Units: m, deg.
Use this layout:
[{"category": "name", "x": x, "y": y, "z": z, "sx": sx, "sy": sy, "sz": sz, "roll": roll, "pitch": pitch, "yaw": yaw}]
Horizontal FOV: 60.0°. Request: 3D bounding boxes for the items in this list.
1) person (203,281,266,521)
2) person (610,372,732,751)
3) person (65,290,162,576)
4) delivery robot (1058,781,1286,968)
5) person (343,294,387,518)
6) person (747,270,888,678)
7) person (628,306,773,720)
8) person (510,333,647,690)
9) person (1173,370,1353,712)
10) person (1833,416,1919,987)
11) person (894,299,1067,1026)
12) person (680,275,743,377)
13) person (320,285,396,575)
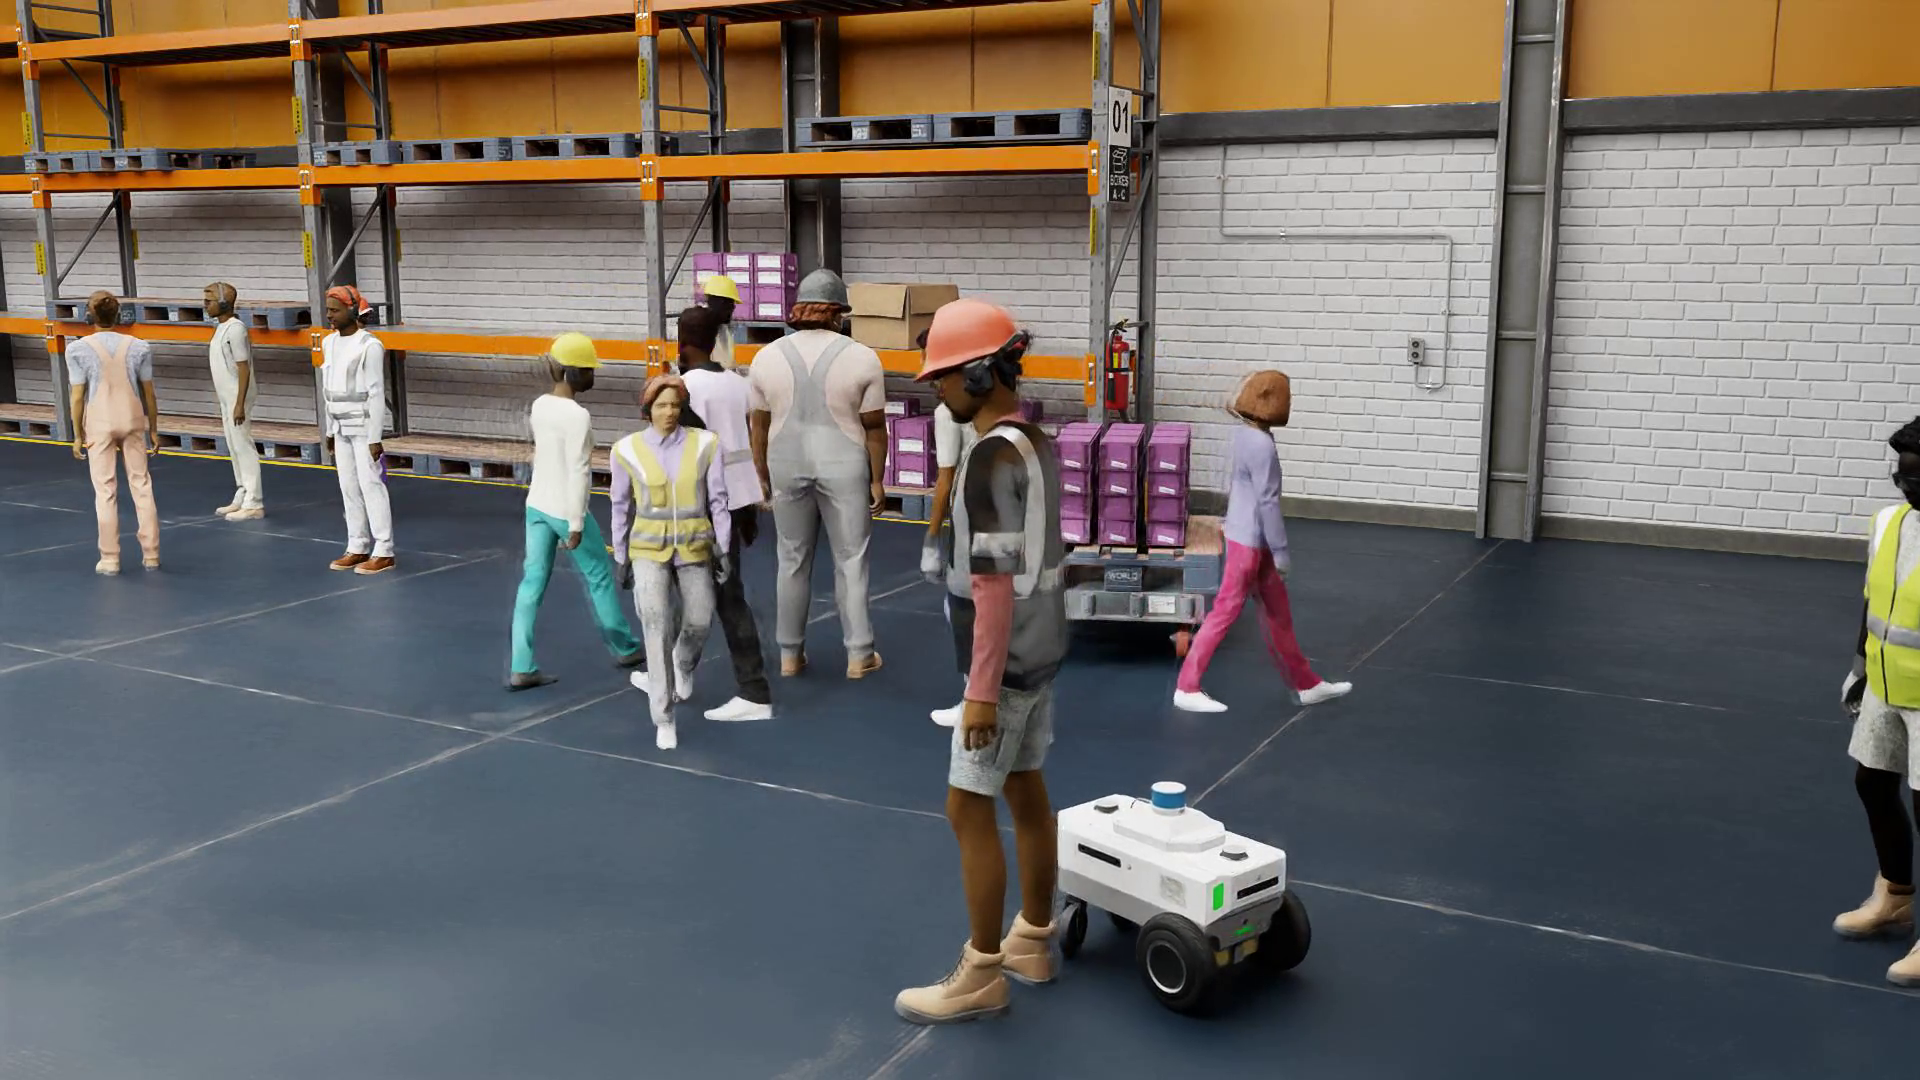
[{"category": "person", "x": -5.620, "y": -1.069, "z": 12.866, "sx": 0.329, "sy": 1.844, "sz": 0.509, "roll": -7, "pitch": 13, "yaw": -34}, {"category": "person", "x": -1.276, "y": 0.058, "z": 7.320, "sx": 0.514, "sy": 1.613, "sz": 0.665, "roll": -3, "pitch": 11, "yaw": -18}, {"category": "person", "x": -5.482, "y": -0.691, "z": 10.799, "sx": 0.514, "sy": 1.843, "sz": 0.327, "roll": -8, "pitch": 13, "yaw": -38}, {"category": "delivery robot", "x": 0.620, "y": 0.968, "z": 4.985, "sx": 0.477, "sy": 0.478, "sz": 0.707, "roll": -8, "pitch": 13, "yaw": -39}, {"category": "person", "x": -4.695, "y": -1.052, "z": 13.023, "sx": 0.324, "sy": 1.752, "sz": 0.562, "roll": -1, "pitch": 10, "yaw": -4}, {"category": "person", "x": -0.683, "y": -0.334, "z": 8.303, "sx": 0.686, "sy": 2.000, "sz": 0.535, "roll": 2, "pitch": 10, "yaw": 8}, {"category": "person", "x": -1.240, "y": -0.117, "z": 7.605, "sx": 0.895, "sy": 1.866, "sz": 0.721, "roll": 3, "pitch": 11, "yaw": 14}, {"category": "person", "x": -1.881, "y": -0.150, "z": 8.161, "sx": 0.522, "sy": 1.719, "sz": 0.873, "roll": 10, "pitch": 14, "yaw": 42}, {"category": "person", "x": 1.389, "y": 0.017, "z": 7.624, "sx": 0.856, "sy": 1.584, "sz": 0.531, "roll": 1, "pitch": 10, "yaw": 3}, {"category": "person", "x": 2.859, "y": 0.466, "z": 4.897, "sx": 0.415, "sy": 1.677, "sz": 0.557, "roll": -2, "pitch": 11, "yaw": -12}, {"category": "person", "x": 0.073, "y": 0.343, "z": 4.696, "sx": 0.452, "sy": 2.021, "sz": 0.645, "roll": 2, "pitch": 10, "yaw": 9}, {"category": "person", "x": -1.792, "y": -0.980, "z": 12.213, "sx": 0.577, "sy": 1.901, "sz": 0.616, "roll": 4, "pitch": 11, "yaw": 20}, {"category": "person", "x": -3.939, "y": -0.712, "z": 10.842, "sx": 0.569, "sy": 1.878, "sz": 0.351, "roll": 8, "pitch": 13, "yaw": 38}]
